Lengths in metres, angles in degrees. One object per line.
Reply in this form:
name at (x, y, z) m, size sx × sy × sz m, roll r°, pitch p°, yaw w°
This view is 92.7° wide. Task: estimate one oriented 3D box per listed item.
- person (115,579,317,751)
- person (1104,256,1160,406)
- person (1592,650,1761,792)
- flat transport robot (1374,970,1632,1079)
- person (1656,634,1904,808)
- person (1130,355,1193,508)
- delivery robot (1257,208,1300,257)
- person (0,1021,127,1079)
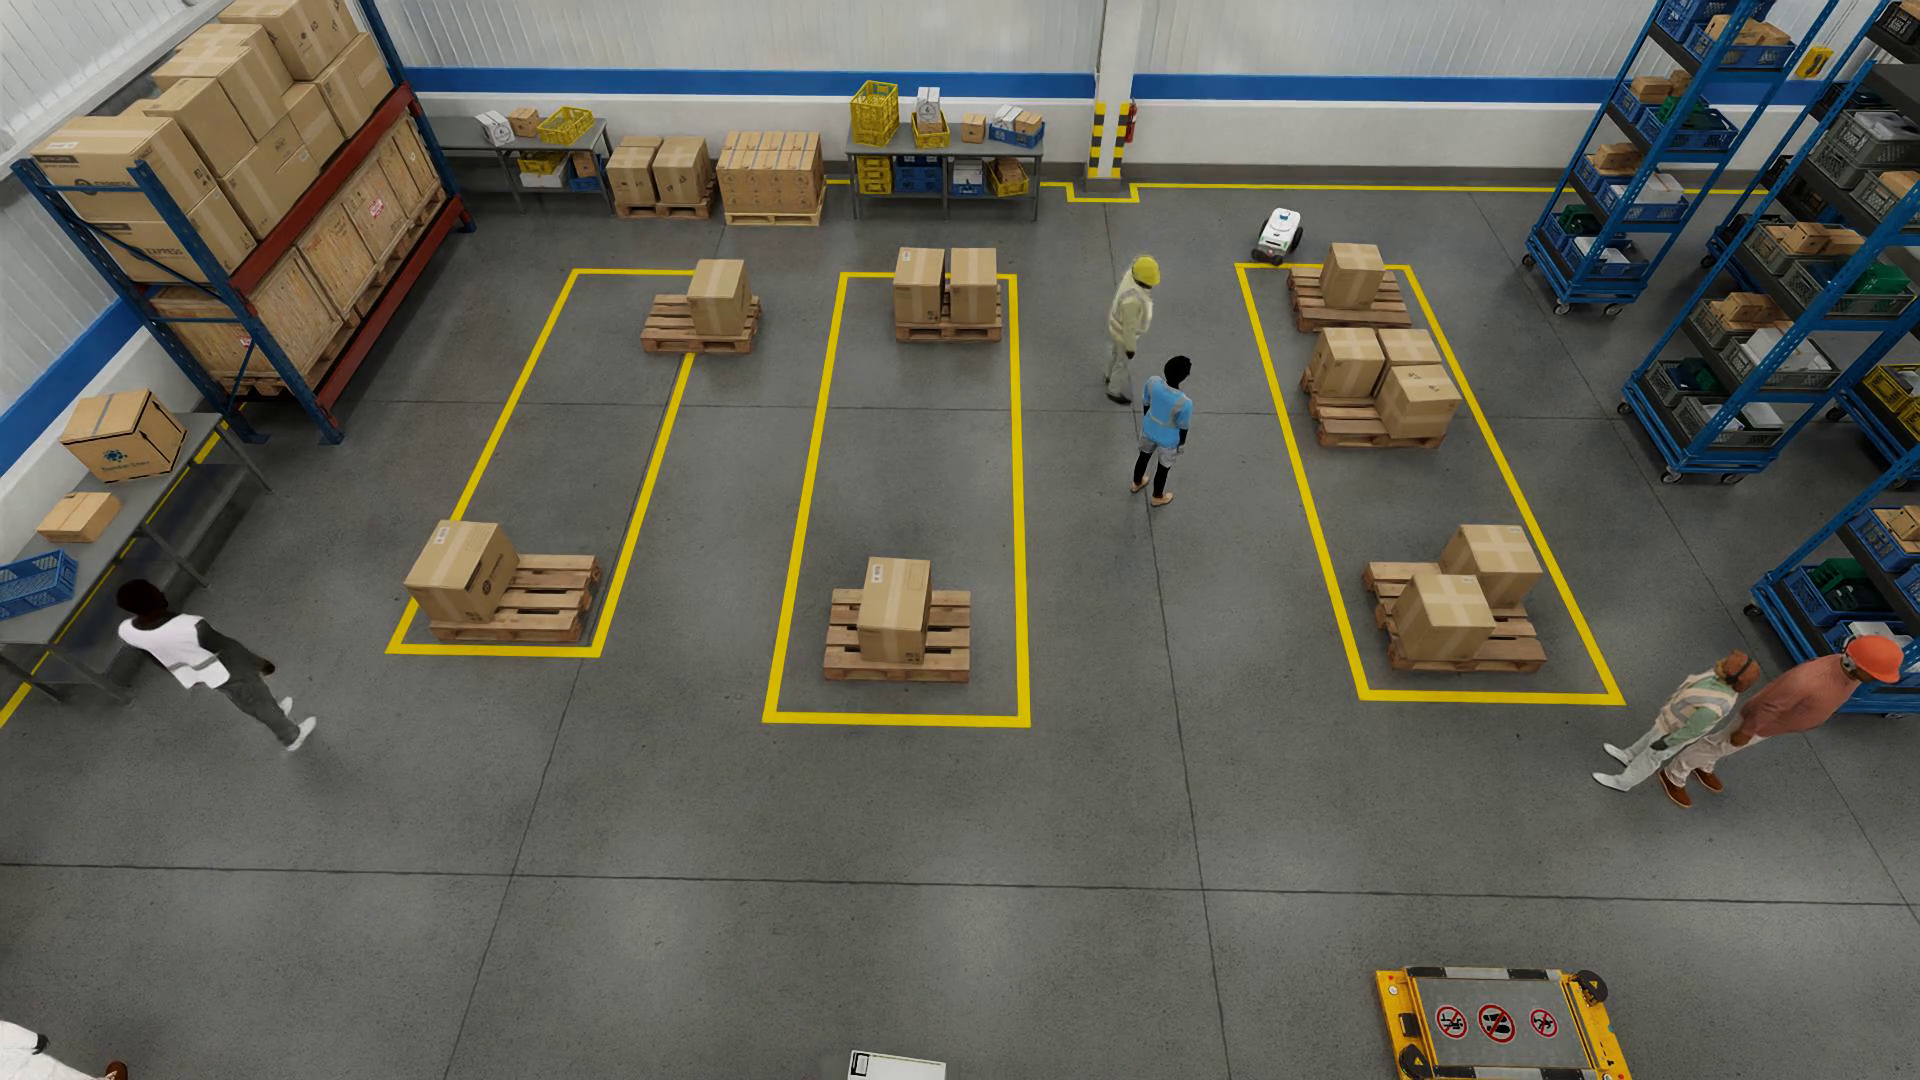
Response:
person at (-5.410, 0.915, 6.675) m, size 0.593 × 1.922 × 0.421 m, roll 0°, pitch 51°, yaw 0°
person at (1.714, -2.173, 9.272) m, size 0.407 × 1.795 × 0.729 m, roll 7°, pitch 51°, yaw 6°
person at (5.100, 1.307, 6.524) m, size 0.315 × 1.639 × 0.514 m, roll 34°, pitch 59°, yaw 25°
flat transport robot at (3.501, 3.133, 5.914) m, size 1.431 × 0.197 × 0.652 m, roll 1°, pitch 51°, yaw 1°
person at (5.649, 1.245, 6.349) m, size 0.612 × 1.996 × 0.388 m, roll -14°, pitch 52°, yaw -12°
person at (1.850, -0.982, 8.354) m, size 0.318 × 1.697 × 0.533 m, roll -33°, pitch 58°, yaw -24°
delivery robot at (3.955, -3.820, 11.342) m, size 0.477 × 0.478 × 0.707 m, roll 21°, pitch 54°, yaw 16°
person at (-5.472, 2.928, 5.043) m, size 0.644 × 1.900 × 0.396 m, roll -34°, pitch 58°, yaw -24°
